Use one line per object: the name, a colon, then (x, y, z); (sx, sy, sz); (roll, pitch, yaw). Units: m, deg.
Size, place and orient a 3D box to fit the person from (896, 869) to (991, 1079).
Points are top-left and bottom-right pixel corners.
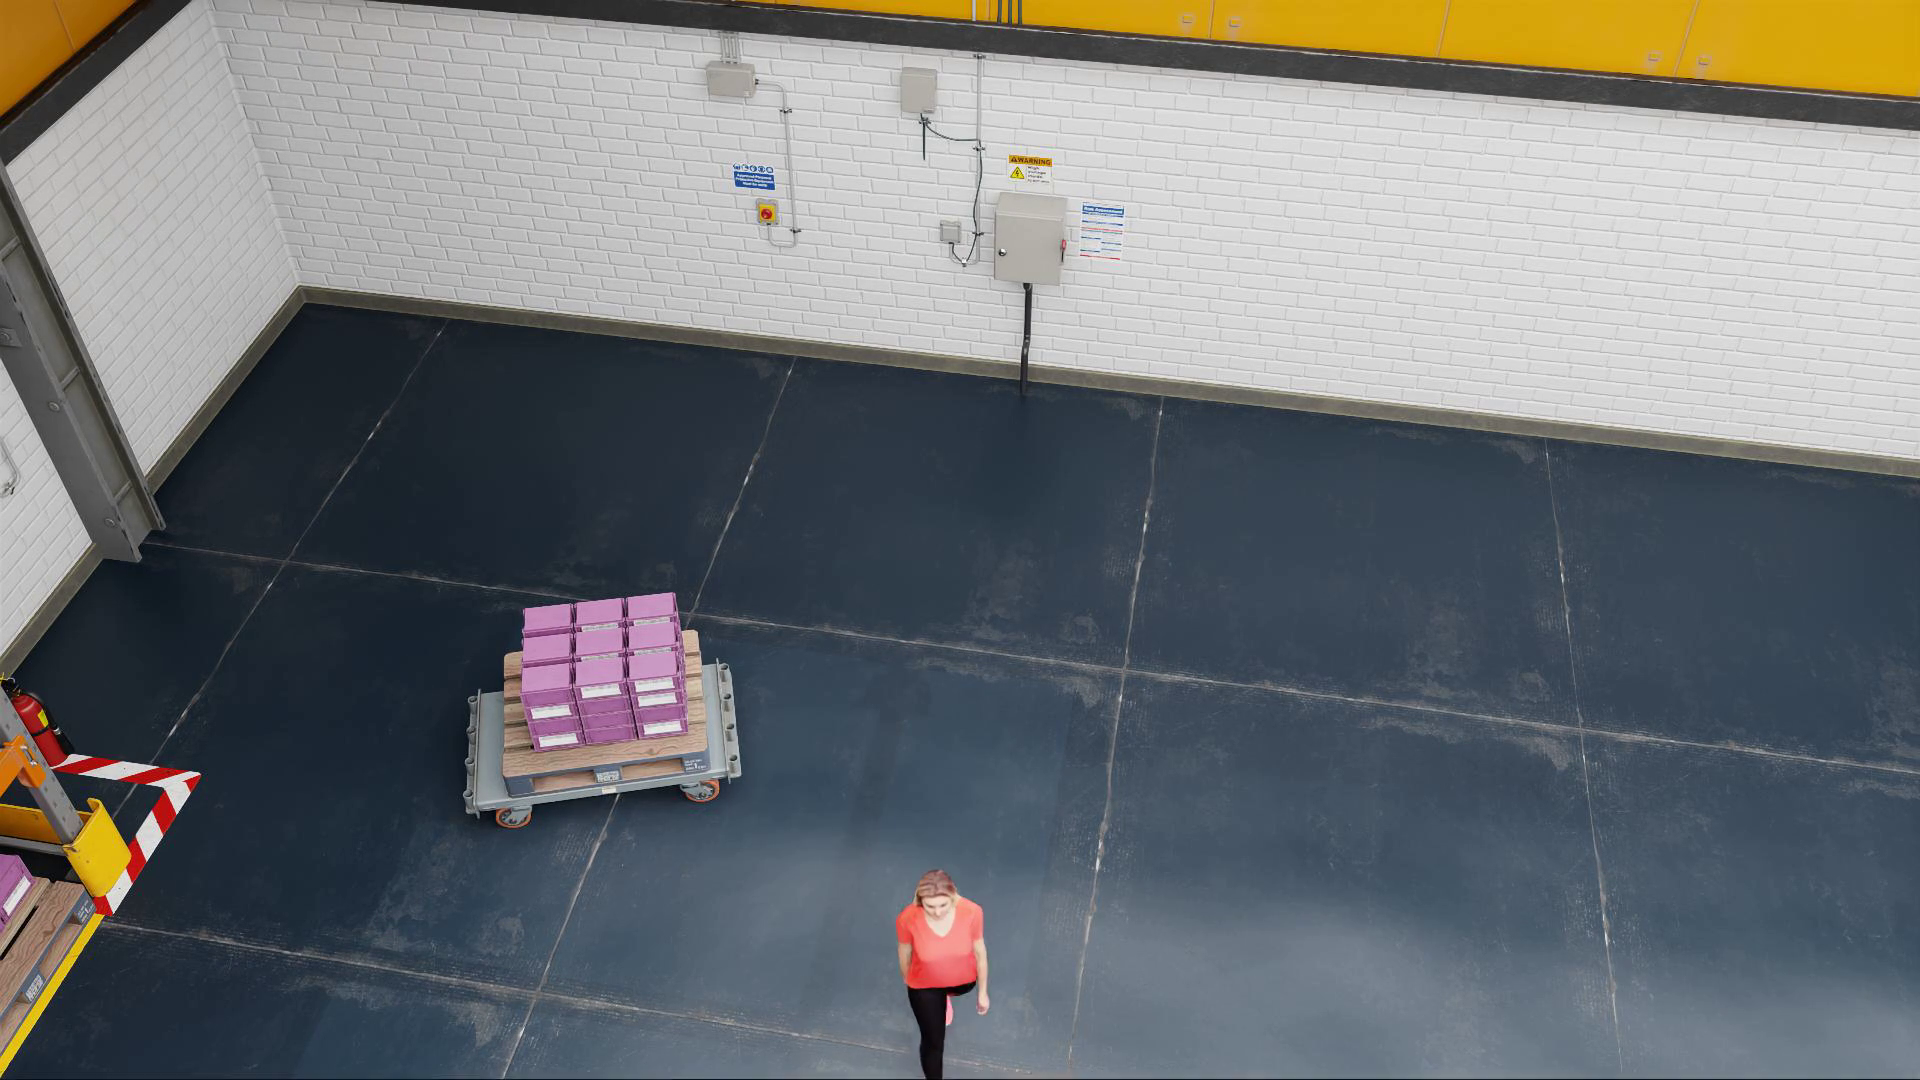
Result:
person: (-0.090, 2.166, 8.551); (0.892, 1.650, 1.203); (-9, 44, -9)
